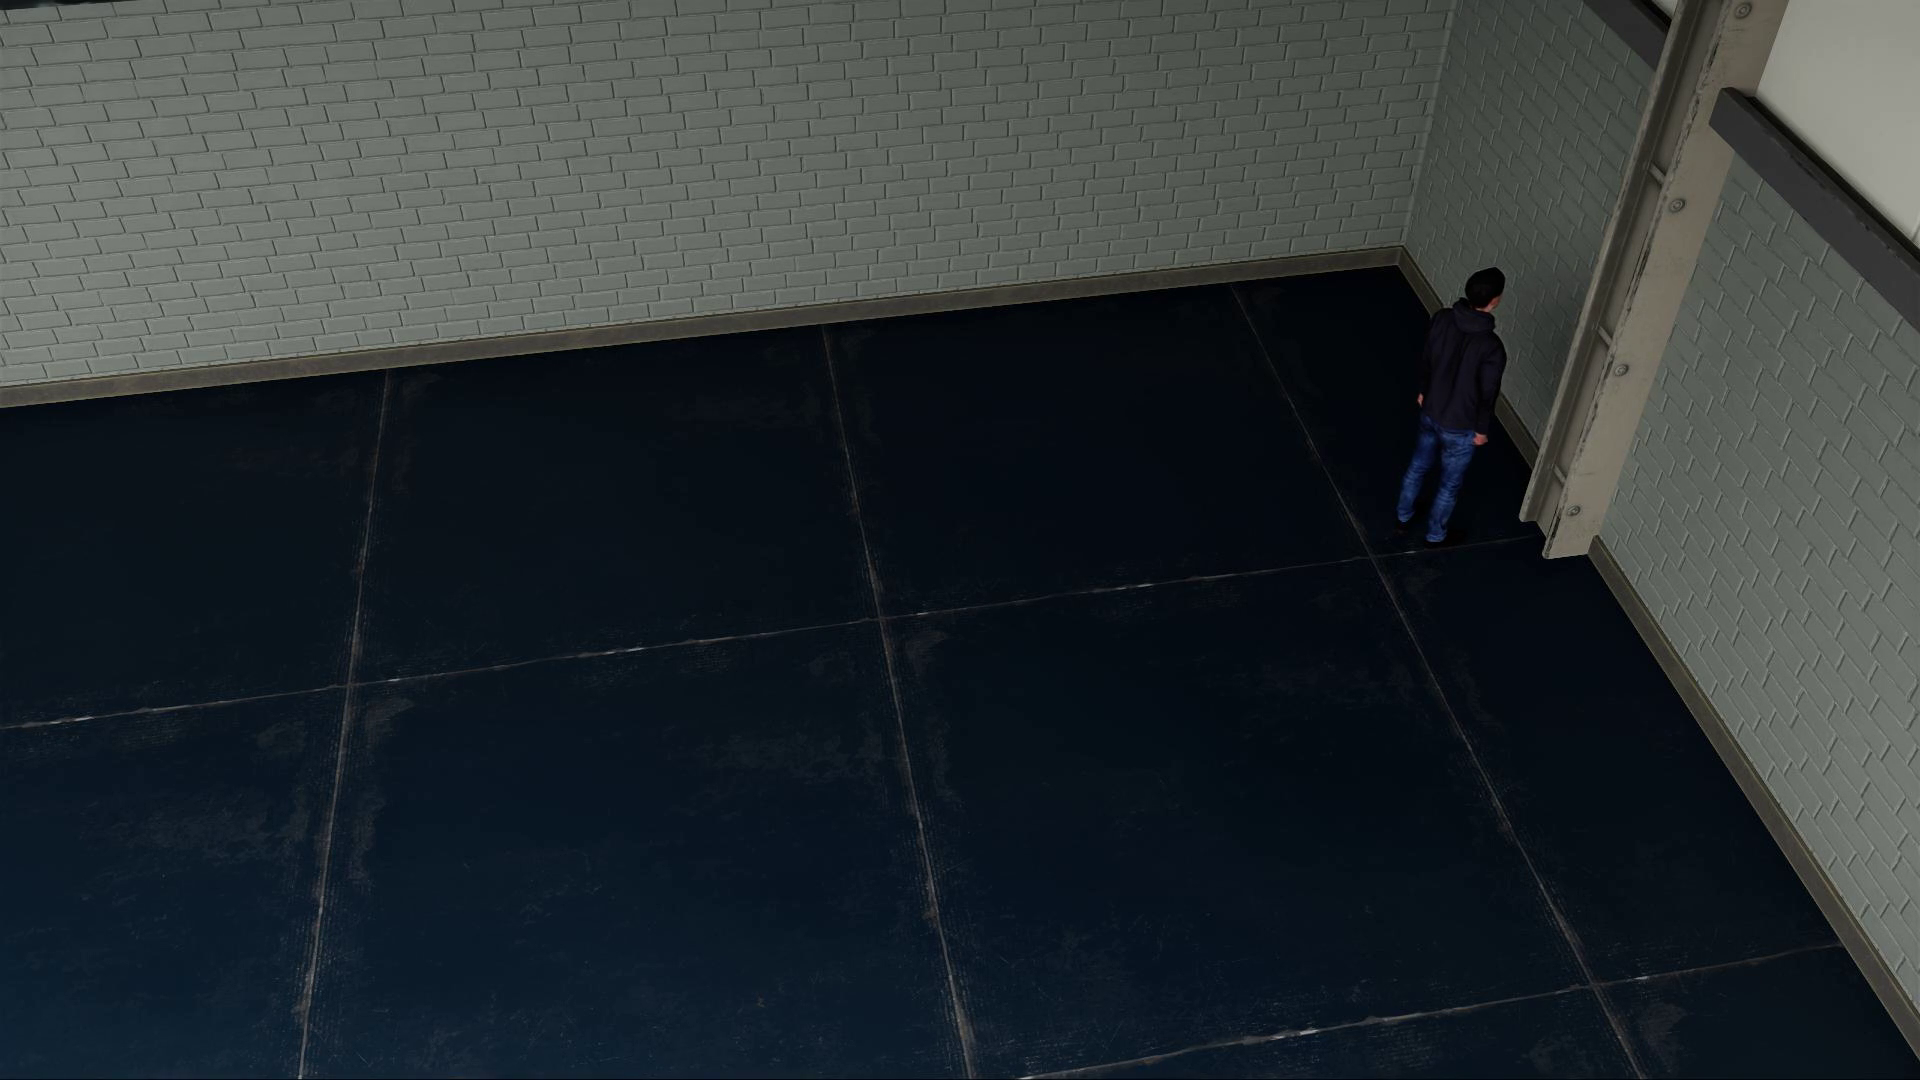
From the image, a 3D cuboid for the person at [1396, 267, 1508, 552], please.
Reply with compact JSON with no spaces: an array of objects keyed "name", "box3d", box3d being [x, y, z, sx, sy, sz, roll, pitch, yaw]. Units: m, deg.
[{"name":"person","box3d":[2.820,-0.733,9.564,0.815,1.894,0.671,-25,49,-25]}]
